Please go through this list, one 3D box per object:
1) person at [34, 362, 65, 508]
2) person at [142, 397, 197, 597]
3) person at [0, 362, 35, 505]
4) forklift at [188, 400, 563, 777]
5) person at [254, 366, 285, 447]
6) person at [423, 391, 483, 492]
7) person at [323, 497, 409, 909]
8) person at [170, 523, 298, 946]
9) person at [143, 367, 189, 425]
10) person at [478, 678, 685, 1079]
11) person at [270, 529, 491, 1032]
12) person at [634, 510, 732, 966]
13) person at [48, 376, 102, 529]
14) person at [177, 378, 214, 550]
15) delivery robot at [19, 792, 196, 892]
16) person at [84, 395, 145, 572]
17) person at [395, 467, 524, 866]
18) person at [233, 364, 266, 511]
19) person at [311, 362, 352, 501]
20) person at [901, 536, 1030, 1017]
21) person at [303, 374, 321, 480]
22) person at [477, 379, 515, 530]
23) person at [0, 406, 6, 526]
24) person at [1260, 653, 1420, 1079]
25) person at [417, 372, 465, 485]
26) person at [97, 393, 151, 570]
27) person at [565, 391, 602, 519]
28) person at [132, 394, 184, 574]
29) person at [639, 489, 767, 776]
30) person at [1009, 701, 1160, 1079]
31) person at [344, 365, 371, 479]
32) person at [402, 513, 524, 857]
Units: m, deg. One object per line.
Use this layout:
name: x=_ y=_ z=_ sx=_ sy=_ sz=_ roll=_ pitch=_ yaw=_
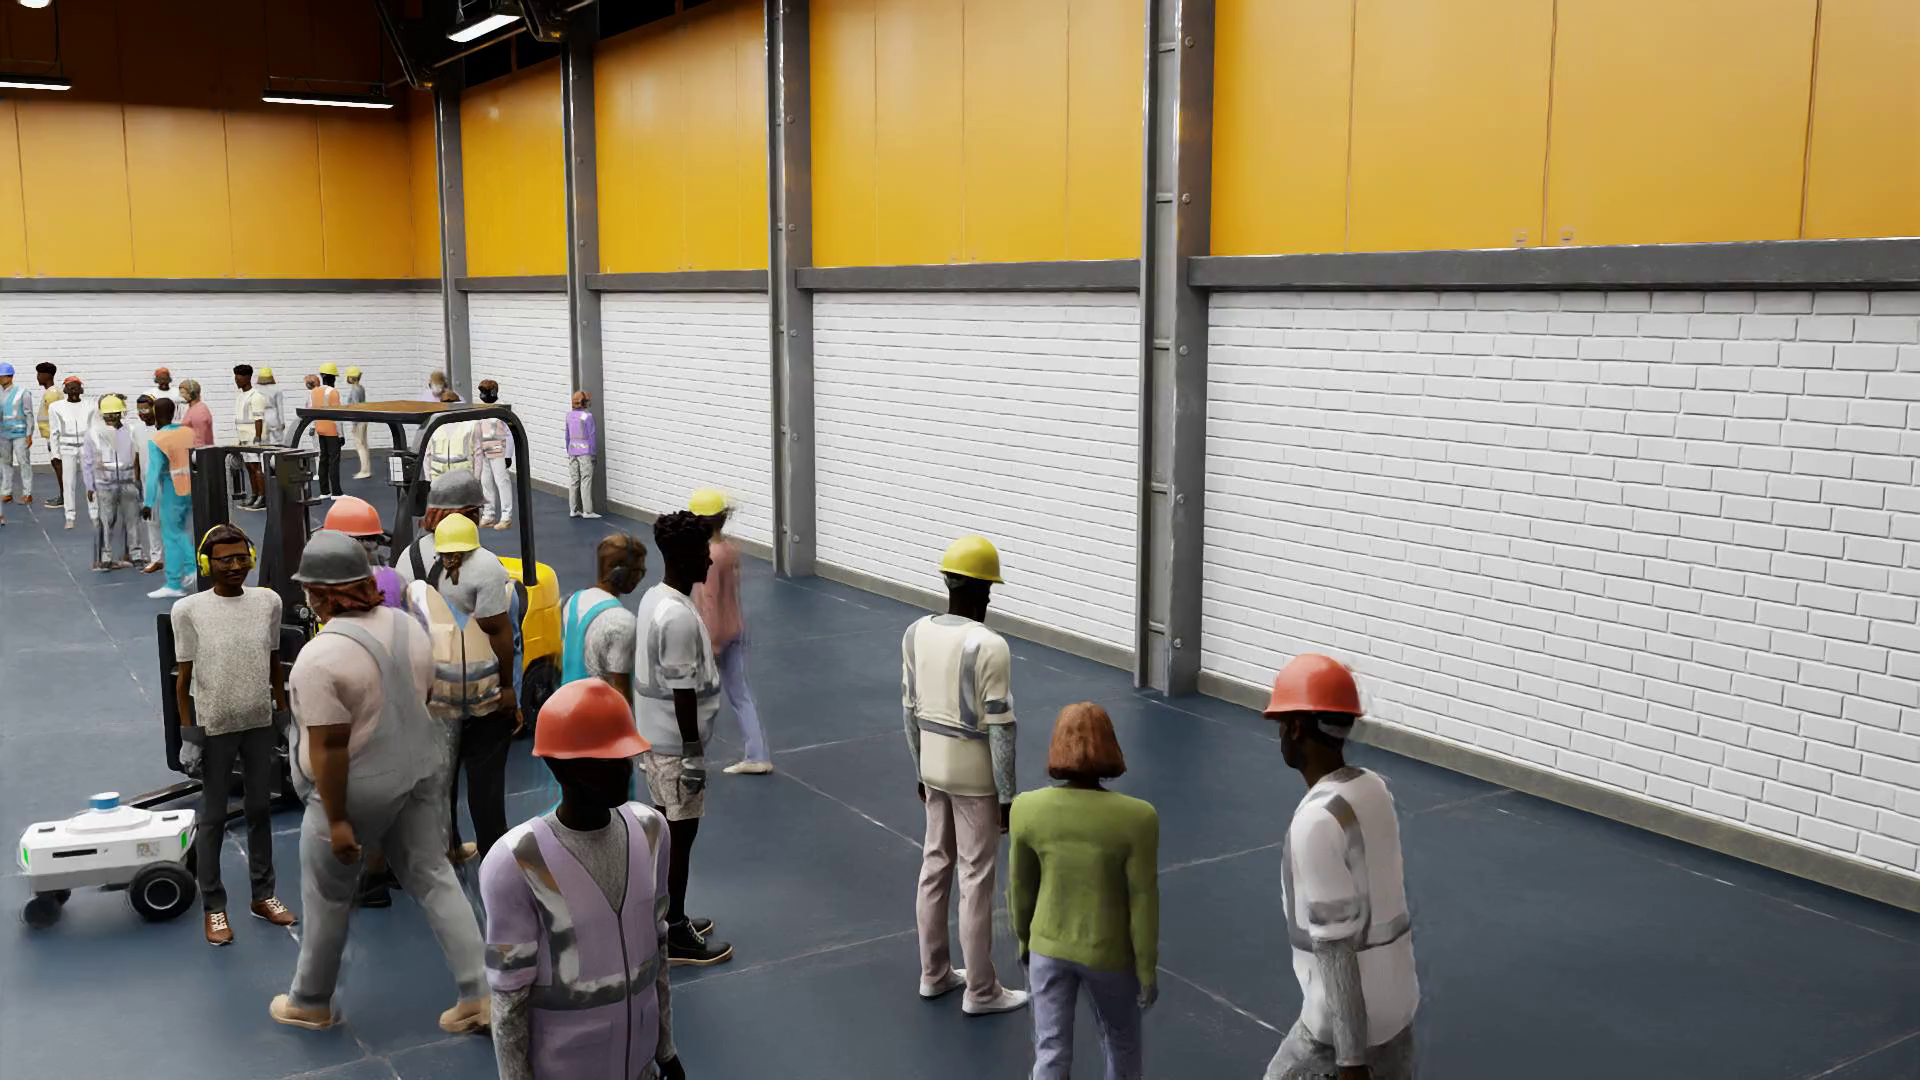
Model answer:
person: x=-12.217 y=-1.418 z=22.407 sx=0.361 sy=1.964 sz=0.616 roll=-4 pitch=9 yaw=-24
person: x=-7.473 y=-0.410 z=15.831 sx=0.419 sy=1.901 sz=0.690 roll=1 pitch=9 yaw=7
person: x=-12.911 y=-1.443 z=22.640 sx=0.605 sy=1.947 sz=0.405 roll=1 pitch=8 yaw=3
forklift: x=-3.529 y=0.258 z=10.348 sx=1.214 sy=2.155 sz=2.313 roll=4 pitch=9 yaw=25
person: x=-10.879 y=-1.867 z=26.191 sx=0.504 sy=1.730 sz=0.346 roll=-1 pitch=8 yaw=-4
person: x=-5.407 y=-0.664 z=17.746 sx=0.627 sy=1.844 sz=0.429 roll=-1 pitch=8 yaw=-7
person: x=-2.806 y=0.762 z=7.816 sx=0.358 sy=1.938 sz=0.542 roll=2 pitch=9 yaw=11
person: x=-3.234 y=0.848 z=7.456 sx=0.329 sy=1.873 sz=0.515 roll=8 pitch=11 yaw=42
person: x=-10.964 y=-1.455 z=23.058 sx=0.573 sy=1.849 sz=0.848 roll=-6 pitch=10 yaw=-35
person: x=-0.915 y=1.299 z=4.179 sx=0.351 sy=1.942 sz=0.545 roll=7 pitch=11 yaw=38
person: x=-2.216 y=0.916 z=6.429 sx=0.985 sy=2.000 sz=0.689 roll=4 pitch=9 yaw=25
person: x=-1.212 y=0.840 z=7.194 sx=0.362 sy=1.963 sz=0.613 roll=-3 pitch=9 yaw=-21
person: x=-10.829 y=-1.075 z=20.413 sx=0.579 sy=1.878 sz=0.354 roll=-5 pitch=10 yaw=-31
person: x=-8.604 y=-0.853 z=18.742 sx=0.406 sy=1.931 sz=0.630 roll=-4 pitch=9 yaw=-25
delivery robot: x=-3.945 y=1.417 z=7.720 sx=0.707 sy=0.478 sz=0.477 roll=-3 pitch=9 yaw=-19
person: x=-8.730 y=-0.583 z=17.230 sx=0.601 sy=1.831 sz=0.404 roll=-5 pitch=10 yaw=-28
person: x=-2.414 y=0.651 z=8.214 sx=0.684 sy=2.000 sz=0.538 roll=5 pitch=10 yaw=29
person: x=-9.419 y=-1.362 z=22.079 sx=0.374 sy=1.958 sz=0.607 roll=-8 pitch=11 yaw=-42
person: x=-8.758 y=-1.505 z=23.132 sx=0.587 sy=1.926 sz=0.368 roll=6 pitch=10 yaw=34
person: x=0.024 y=0.939 z=6.680 sx=0.381 sy=1.921 sz=0.584 roll=-8 pitch=12 yaw=-43
person: x=-9.925 y=-1.735 z=25.647 sx=0.311 sy=1.640 sz=0.513 roll=-1 pitch=9 yaw=-9
person: x=-5.708 y=-1.043 z=20.301 sx=0.627 sy=1.843 sz=0.429 roll=5 pitch=10 yaw=31
person: x=-11.904 y=-1.088 z=20.386 sx=0.564 sy=1.921 sz=0.744 roll=0 pitch=8 yaw=-1
person: x=1.035 y=1.265 z=4.583 sx=0.886 sy=1.880 sz=0.562 roll=6 pitch=11 yaw=36
person: x=-6.595 y=-1.201 z=21.233 sx=0.655 sy=1.874 sz=1.023 roll=-1 pitch=9 yaw=-10
person: x=-8.707 y=-0.604 z=17.315 sx=0.680 sy=1.845 sz=0.529 roll=-3 pitch=9 yaw=-22
person: x=-4.837 y=-1.086 z=21.269 sx=0.523 sy=1.638 sz=0.310 roll=6 pitch=10 yaw=36
person: x=-8.243 y=-0.570 z=17.071 sx=0.512 sy=1.861 sz=0.320 roll=1 pitch=9 yaw=9
person: x=-1.508 y=0.563 z=9.854 sx=0.753 sy=1.730 sz=0.544 roll=1 pitch=9 yaw=9
person: x=0.424 y=1.295 z=5.327 sx=0.506 sy=1.594 sz=0.799 roll=3 pitch=9 yaw=21
person: x=-9.389 y=-1.834 z=25.898 sx=0.325 sy=1.769 sz=0.532 roll=-1 pitch=8 yaw=-7
person: x=-2.404 y=0.780 z=8.041 sx=0.587 sy=1.835 sz=0.403 roll=-3 pitch=9 yaw=-21
